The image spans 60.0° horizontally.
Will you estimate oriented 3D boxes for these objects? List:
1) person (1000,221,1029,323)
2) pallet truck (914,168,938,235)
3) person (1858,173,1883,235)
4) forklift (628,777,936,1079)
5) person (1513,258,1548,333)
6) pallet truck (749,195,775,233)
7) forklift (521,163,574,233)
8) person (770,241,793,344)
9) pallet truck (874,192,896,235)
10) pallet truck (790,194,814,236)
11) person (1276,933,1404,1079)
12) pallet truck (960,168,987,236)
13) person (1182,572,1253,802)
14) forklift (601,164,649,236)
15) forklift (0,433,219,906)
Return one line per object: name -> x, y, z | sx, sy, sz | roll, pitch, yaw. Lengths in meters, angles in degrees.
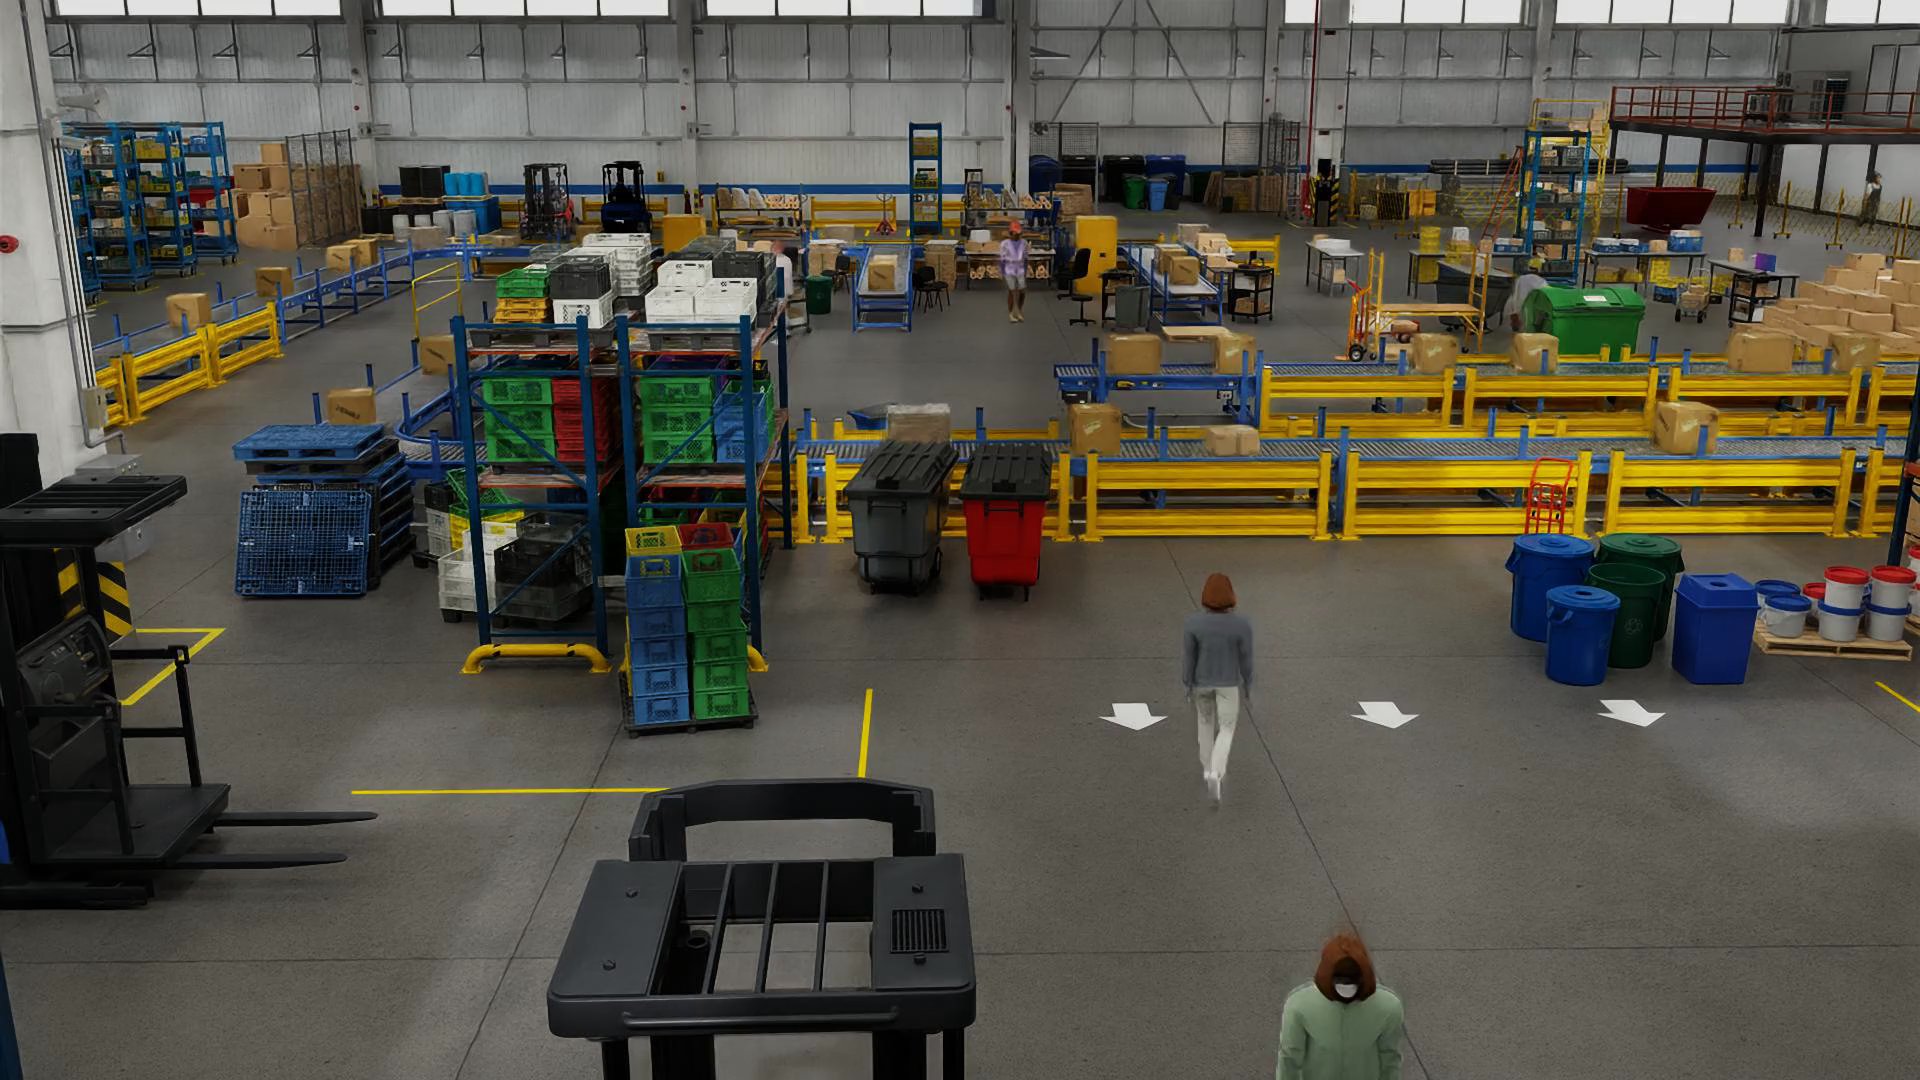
person -> 1.096, -5.315, 33.077 | 0.618, 2.024, 0.534 | -4, 16, -13
pallet truck -> -0.989, -10.316, 50.507 | 0.823, 1.965, 1.885 | 1, 16, 3
person -> 27.491, -10.133, 50.166 | 0.534, 1.834, 0.586 | -1, 16, -5
forklift -> -0.542, 2.165, 5.552 | 1.129, 2.768, 1.873 | -1, 16, -2
person -> 9.934, -3.965, 28.778 | 0.723, 1.806, 0.615 | -10, 19, -32
pallet truck -> -6.051, -9.967, 50.660 | 0.680, 1.201, 1.601 | 0, 16, -1
forklift -> -12.233, -10.122, 49.298 | 1.157, 1.987, 2.680 | 0, 16, -1
person -> -3.370, -4.561, 30.705 | 0.460, 1.880, 0.662 | 8, 18, 25
pallet truck -> -2.277, -9.986, 50.594 | 0.653, 1.274, 1.630 | 0, 16, -1
pallet truck -> -4.814, -9.883, 50.259 | 0.704, 1.261, 1.522 | -1, 16, -3
person -> 1.585, 2.404, 6.961 | 0.534, 1.616, 0.484 | 2, 16, 7
pallet truck -> 0.383, -10.230, 50.206 | 0.823, 1.965, 1.885 | -1, 16, -3
person -> 1.799, 1.030, 11.745 | 0.494, 1.612, 0.695 | 5, 17, 17
forklift -> -9.948, -10.127, 49.296 | 1.157, 1.987, 2.680 | -1, 16, -3
forklift -> -5.952, 0.780, 10.366 | 1.873, 2.768, 1.129 | 0, 16, -1
